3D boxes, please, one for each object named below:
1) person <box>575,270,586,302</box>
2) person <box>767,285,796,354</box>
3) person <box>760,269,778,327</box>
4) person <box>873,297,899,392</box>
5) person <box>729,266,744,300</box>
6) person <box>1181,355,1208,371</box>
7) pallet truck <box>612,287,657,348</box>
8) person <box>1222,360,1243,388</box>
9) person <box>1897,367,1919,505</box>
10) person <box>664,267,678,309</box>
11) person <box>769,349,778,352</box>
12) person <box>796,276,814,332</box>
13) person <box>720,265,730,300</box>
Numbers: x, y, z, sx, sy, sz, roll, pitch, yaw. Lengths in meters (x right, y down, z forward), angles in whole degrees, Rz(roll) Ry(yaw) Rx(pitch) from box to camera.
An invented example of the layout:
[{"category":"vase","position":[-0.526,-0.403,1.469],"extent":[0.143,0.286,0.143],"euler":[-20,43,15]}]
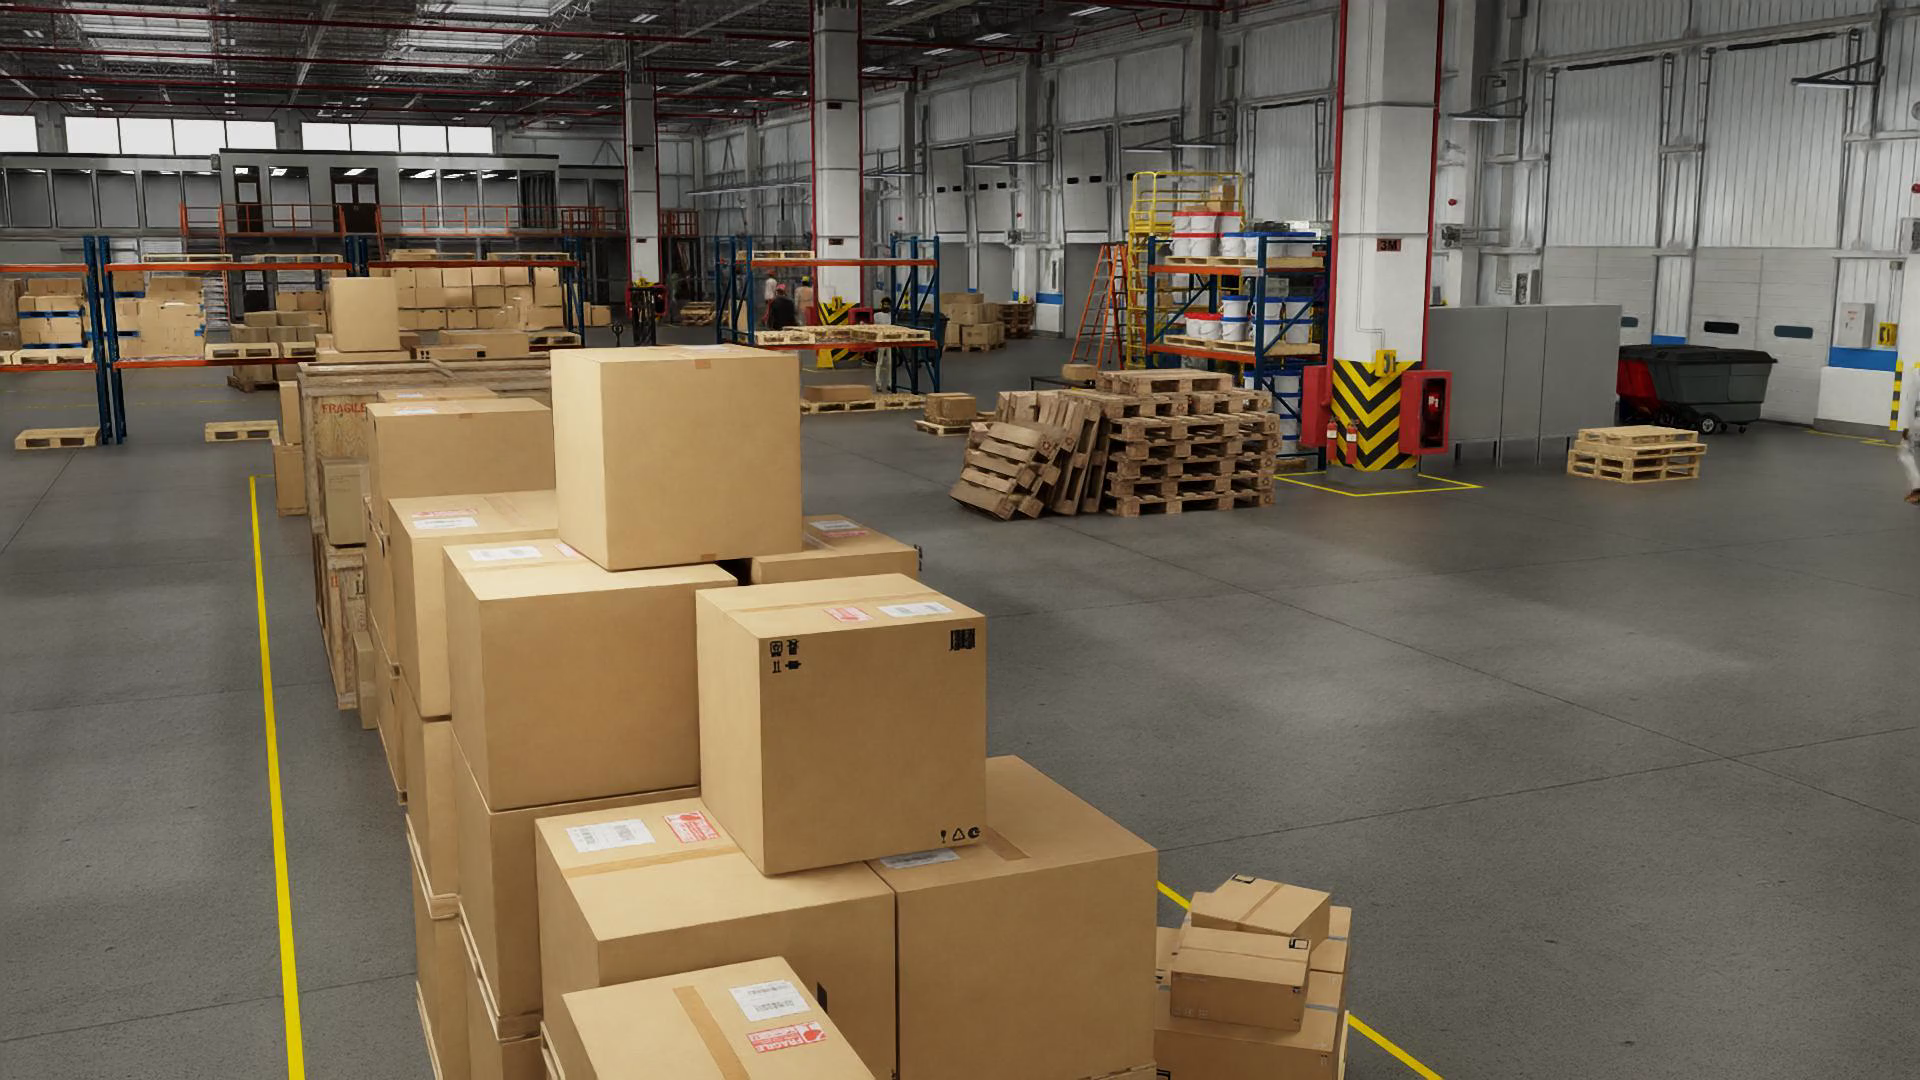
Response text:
[{"category":"person","position":[-15.402,-10.094,67.398],"extent":[0.328,1.765,0.527],"euler":[8,13,37]},{"category":"person","position":[-4.016,-4.752,37.401],"extent":[0.708,1.960,0.482],"euler":[-5,12,-28]},{"category":"person","position":[-6.429,-8.222,56.547],"extent":[0.963,1.963,0.616],"euler":[-7,12,-34]},{"category":"person","position":[-1.452,-3.831,32.605],"extent":[0.516,1.865,0.329],"euler":[-4,11,-22]},{"category":"person","position":[-8.893,-9.899,65.946],"extent":[0.551,1.894,0.928],"euler":[8,13,39]},{"category":"person","position":[3.694,-2.590,26.109],"extent":[0.484,1.740,0.304],"euler":[-4,11,-22]},{"category":"pallet truck","position":[-6.464,-4.406,35.401],"extent":[0.823,1.965,1.885],"euler":[6,12,32]},{"category":"person","position":[4.427,-2.756,26.767],"extent":[0.458,1.829,0.539],"euler":[6,12,30]},{"category":"person","position":[10.822,-1.298,18.625],"extent":[0.601,1.866,0.430],"euler":[-1,10,-8]},{"category":"person","position":[-12.264,-10.723,70.750],"extent":[0.634,1.812,0.879],"euler":[6,12,28]},{"category":"person","position":[-2.054,-1.056,17.339],"extent":[0.651,1.882,0.868],"euler":[-7,13,-35]},{"category":"person","position":[-4.594,-6.866,49.312],"extent":[0.600,1.864,1.005],"euler":[-3,11,-15]},{"category":"person","position":[-11.142,-12.295,79.049],"extent":[0.631,1.934,0.497],"euler":[-3,11,-14]}]
